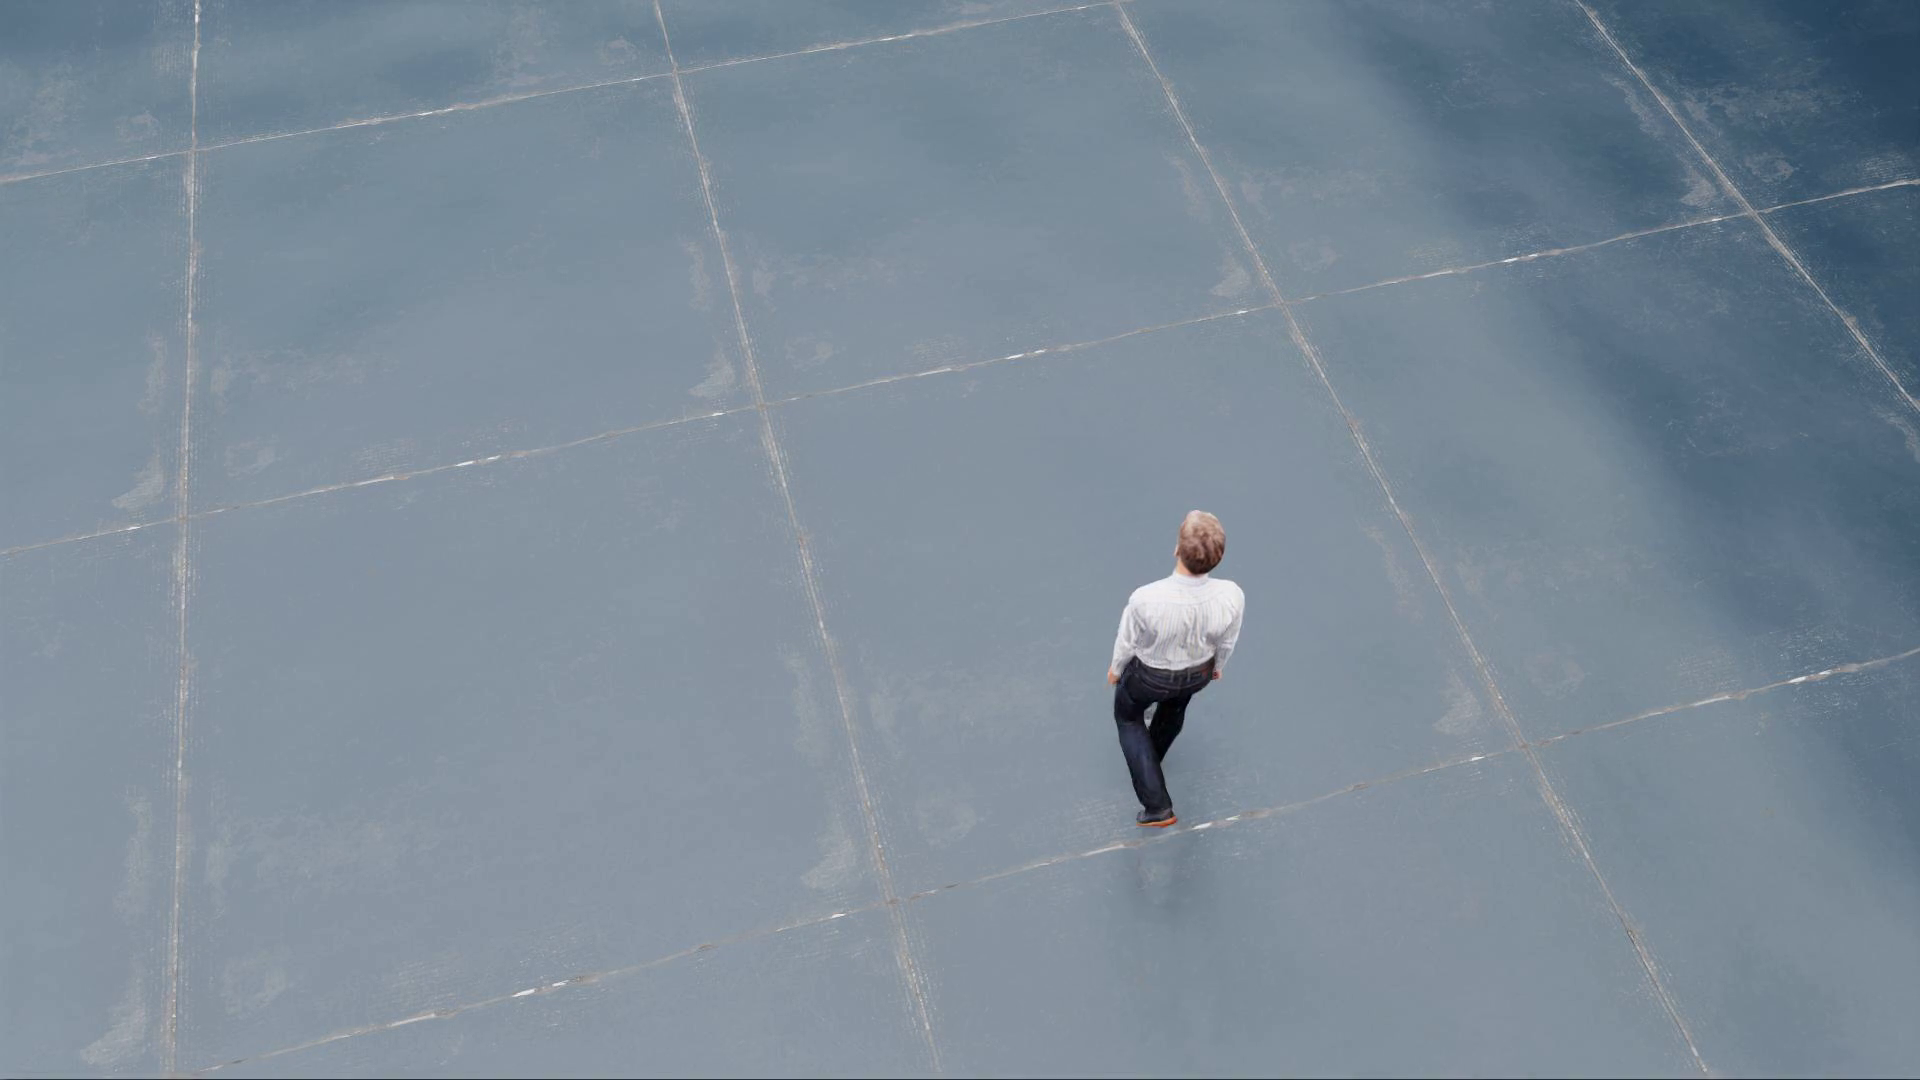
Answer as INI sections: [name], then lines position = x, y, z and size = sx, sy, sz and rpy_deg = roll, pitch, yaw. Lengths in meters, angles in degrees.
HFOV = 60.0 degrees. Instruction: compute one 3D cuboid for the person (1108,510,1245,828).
[person]
position = 0.863, 0.566, 6.816
size = 0.712, 1.808, 0.972
rpy_deg = -7, 53, -5
